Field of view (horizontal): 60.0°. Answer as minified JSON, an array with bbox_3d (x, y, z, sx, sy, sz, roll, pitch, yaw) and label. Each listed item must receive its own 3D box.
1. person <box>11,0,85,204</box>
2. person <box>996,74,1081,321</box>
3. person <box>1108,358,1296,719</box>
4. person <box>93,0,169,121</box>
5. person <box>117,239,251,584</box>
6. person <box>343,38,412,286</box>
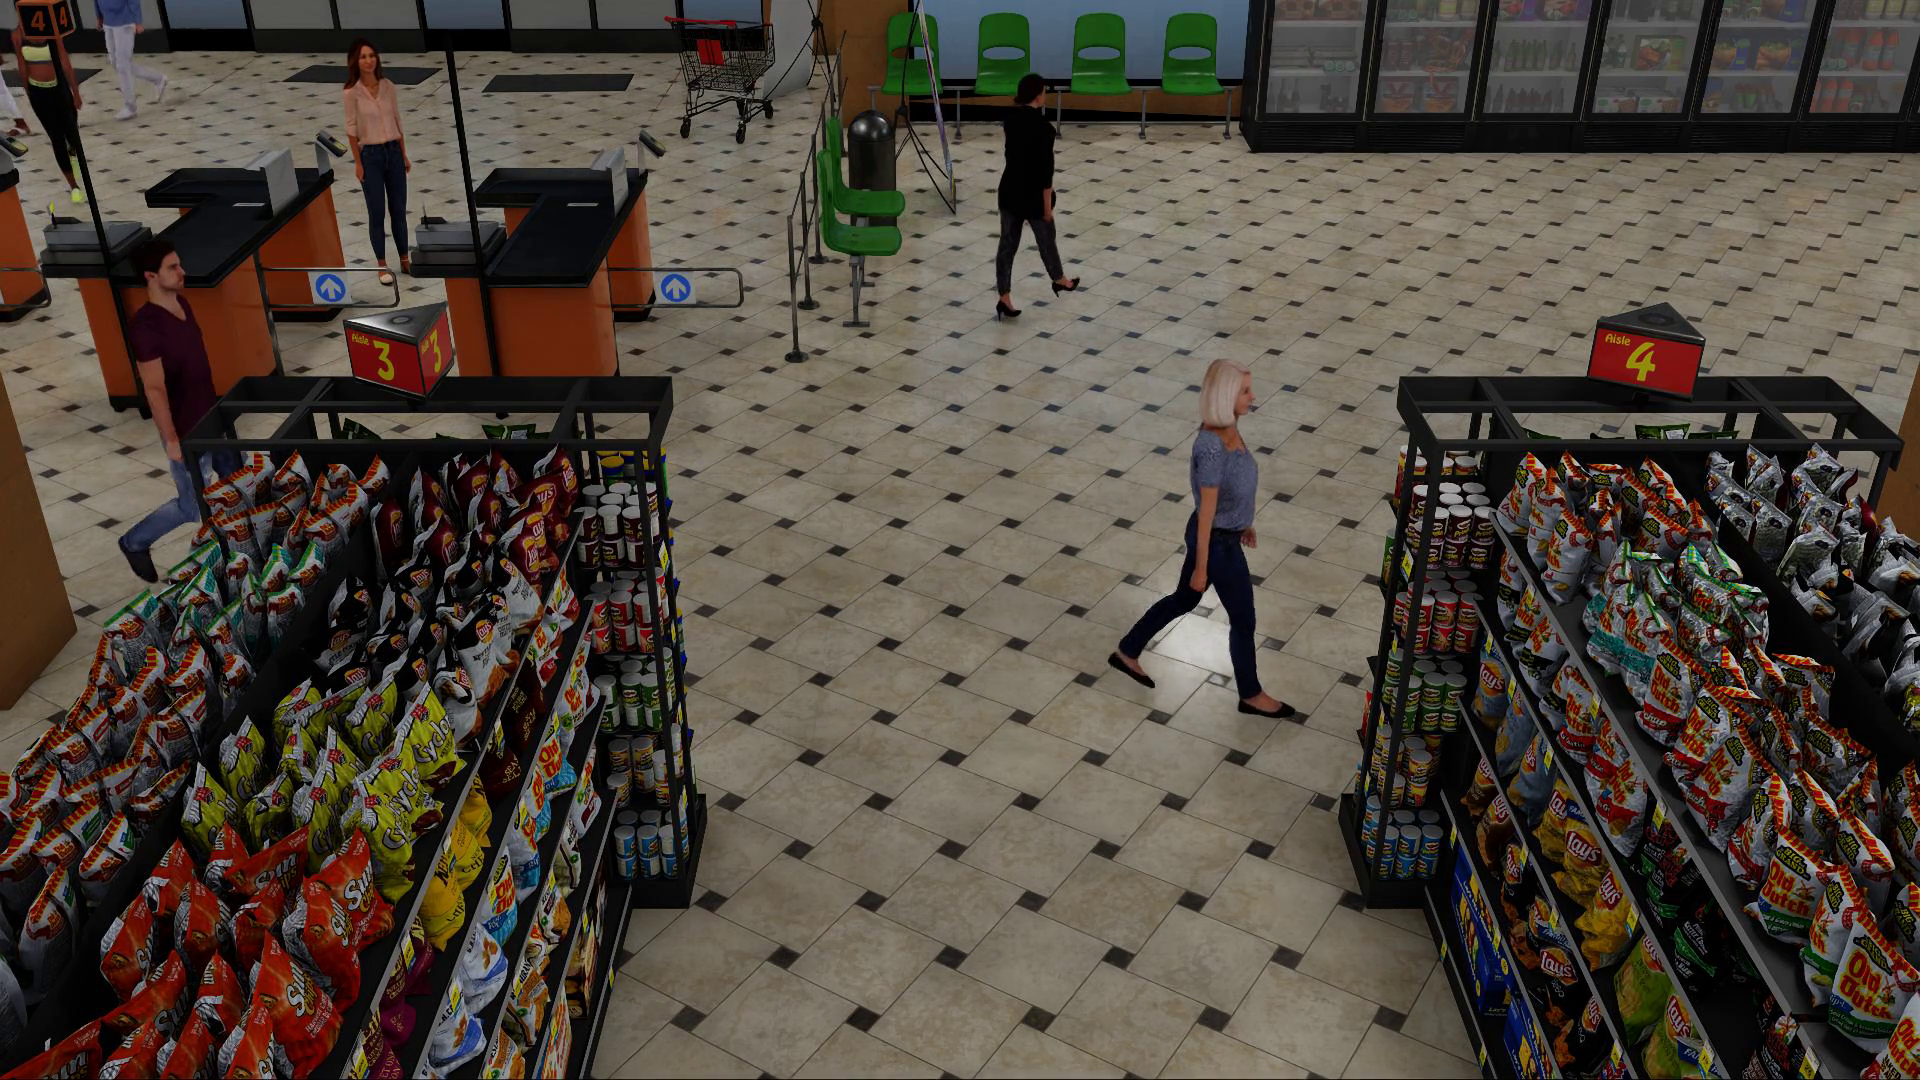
[{"bbox_3d":[-7.743,-3.779,14.170,0.900,1.725,1.117,-15,32,-25],"label":"person"},{"bbox_3d":[0.392,-2.342,11.576,1.055,1.689,1.116,25,37,38],"label":"person"},{"bbox_3d":[1.030,-0.001,7.285,0.812,1.691,1.080,6,29,11],"label":"person"},{"bbox_3d":[-8.359,-5.203,16.629,0.956,1.867,1.118,15,32,25],"label":"person"},{"bbox_3d":[-3.884,-0.583,8.205,0.718,1.831,0.963,0,29,-1],"label":"person"},{"bbox_3d":[-4.303,-2.811,12.326,0.663,1.792,0.719,-25,37,-37],"label":"person"}]
